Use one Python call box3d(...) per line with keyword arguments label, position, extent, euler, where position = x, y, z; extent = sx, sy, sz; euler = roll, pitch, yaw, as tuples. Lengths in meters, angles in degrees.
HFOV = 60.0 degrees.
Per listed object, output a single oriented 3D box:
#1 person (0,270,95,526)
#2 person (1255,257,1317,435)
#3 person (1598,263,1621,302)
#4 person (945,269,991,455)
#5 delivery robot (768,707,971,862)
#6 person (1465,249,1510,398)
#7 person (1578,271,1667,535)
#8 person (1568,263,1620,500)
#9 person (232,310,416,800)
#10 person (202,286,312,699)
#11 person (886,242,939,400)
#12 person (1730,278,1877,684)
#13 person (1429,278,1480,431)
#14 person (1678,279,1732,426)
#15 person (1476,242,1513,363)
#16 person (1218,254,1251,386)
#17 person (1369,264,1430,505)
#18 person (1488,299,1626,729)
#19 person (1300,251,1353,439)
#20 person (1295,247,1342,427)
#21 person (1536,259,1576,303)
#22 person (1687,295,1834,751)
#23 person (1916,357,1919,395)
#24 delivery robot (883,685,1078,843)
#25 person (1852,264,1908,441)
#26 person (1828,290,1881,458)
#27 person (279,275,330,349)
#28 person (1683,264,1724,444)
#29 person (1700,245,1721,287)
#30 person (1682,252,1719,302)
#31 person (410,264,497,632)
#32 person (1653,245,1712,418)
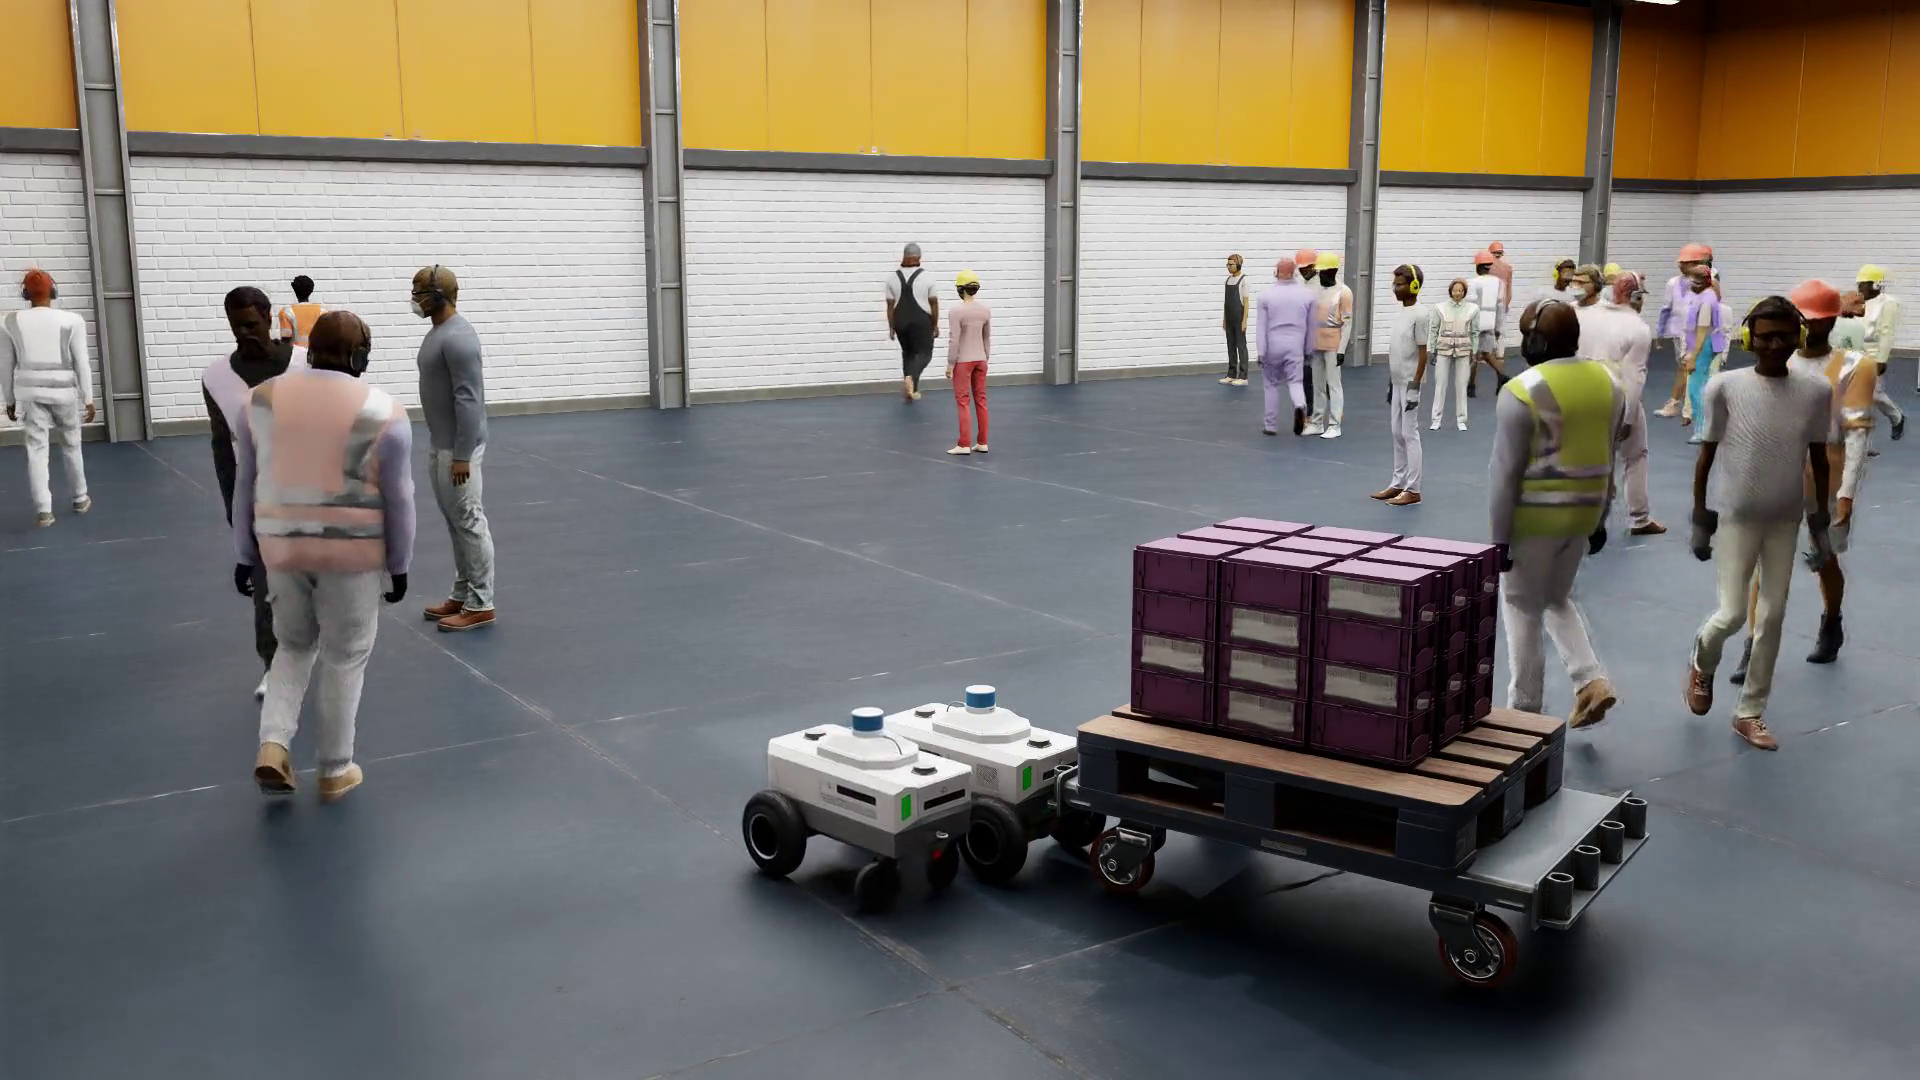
box3d(label="person", position=(-6.695, -1.054, 12.223), extent=(0.601, 1.837, 0.894), euler=(-4, 11, -21))
box3d(label="person", position=(3.374, -1.985, 17.212), extent=(0.647, 1.877, 0.766), euler=(-1, 10, -3))
box3d(label="person", position=(8.259, -2.645, 21.190), extent=(0.494, 1.743, 0.303), euler=(-6, 12, -29))
box3d(label="person", position=(0.069, -1.694, 15.913), extent=(0.535, 1.767, 0.316), euler=(-9, 14, -42))
box3d(label="delivery robot", position=(-0.295, 0.786, 5.381), extent=(0.707, 0.478, 0.477), euler=(10, 14, 43))
box3d(label="person", position=(6.743, -2.758, 21.338), extent=(0.548, 1.919, 0.717), euler=(-4, 11, -22))
box3d(label="person", position=(4.459, -0.923, 11.467), extent=(1.020, 1.856, 0.632), euler=(-5, 12, -26))
box3d(label="person", position=(4.726, -1.140, 12.579), extent=(1.040, 1.894, 0.644), euler=(-6, 12, -28))
box3d(label="person", position=(-2.320, 0.074, 6.122), extent=(0.668, 1.813, 0.469), euler=(0, 10, -1))
box3d(label="person", position=(-3.159, -0.262, 7.816), extent=(0.638, 1.872, 0.951), euler=(-2, 10, -9))
box3d(label="person", position=(-0.607, -2.748, 20.938), extent=(0.676, 2.000, 0.794), euler=(4, 11, 23))
box3d(label="person", position=(4.031, -0.291, 7.889), extent=(0.545, 1.900, 0.949), euler=(9, 14, 42))
box3d(label="person", position=(5.309, -1.990, 17.888), extent=(0.513, 1.639, 0.307), euler=(3, 11, 15))
box3d(label="person", position=(8.150, -2.037, 18.191), extent=(0.277, 1.628, 0.506), euler=(-10, 14, -44))
box3d(label="person", position=(8.814, -3.920, 27.487), extent=(0.626, 1.992, 0.387), euler=(-3, 11, -17))
box3d(label="person", position=(3.872, -3.089, 23.369), extent=(0.332, 1.842, 0.505), euler=(-6, 12, -31))
box3d(label="person", position=(3.449, -1.203, 12.942), extent=(0.328, 1.870, 0.510), euler=(-2, 10, -8))
box3d(label="person", position=(2.403, -0.064, 6.802), extent=(0.645, 1.829, 0.456), euler=(-5, 11, -25))
box3d(label="person", position=(3.796, -2.017, 17.240), extent=(0.364, 1.928, 0.587), euler=(-6, 12, -31))
box3d(label="person", position=(3.883, -2.217, 18.244), extent=(0.647, 1.961, 0.558), euler=(10, 14, 44))
box3d(label="person", position=(6.242, -2.020, 17.493), extent=(0.530, 1.847, 0.513), euler=(-1, 10, -8))
box3d(label="person", position=(3.290, -0.079, 6.847), extent=(0.523, 1.849, 0.477), euler=(1, 10, 4))
box3d(label="person", position=(12.775, -2.788, 21.722), extent=(0.403, 1.834, 0.589), euler=(2, 11, 10))
box3d(label="delivery robot", position=(0.068, 0.737, 5.650), extent=(0.707, 0.478, 0.477), euler=(9, 14, 42))
box3d(label="person", position=(9.134, -1.848, 16.640), extent=(0.699, 1.809, 0.600), euler=(-2, 11, -13))
box3d(label="person", position=(8.223, -1.532, 15.510), extent=(0.881, 1.586, 0.512), euler=(0, 10, -1))
box3d(label="person", position=(-6.529, -1.795, 16.659), extent=(0.540, 1.695, 0.317), euler=(-8, 13, -38))
box3d(label="person", position=(7.509, -1.876, 16.830), extent=(0.398, 1.806, 0.733), euler=(4, 11, 21))
box3d(label="person", position=(12.540, -4.001, 28.110), extent=(0.542, 1.931, 0.366), euler=(4, 11, 22))
box3d(label="person", position=(11.398, -3.503, 25.634), extent=(0.430, 1.840, 0.625), euler=(-7, 13, -35))
box3d(label="person", position=(-2.686, -0.486, 8.822), extent=(0.359, 1.936, 0.632), euler=(-5, 12, -27))
box3d(label="person", position=(8.433, -2.419, 19.298), extent=(1.058, 1.991, 0.633), euler=(-7, 12, -33))
